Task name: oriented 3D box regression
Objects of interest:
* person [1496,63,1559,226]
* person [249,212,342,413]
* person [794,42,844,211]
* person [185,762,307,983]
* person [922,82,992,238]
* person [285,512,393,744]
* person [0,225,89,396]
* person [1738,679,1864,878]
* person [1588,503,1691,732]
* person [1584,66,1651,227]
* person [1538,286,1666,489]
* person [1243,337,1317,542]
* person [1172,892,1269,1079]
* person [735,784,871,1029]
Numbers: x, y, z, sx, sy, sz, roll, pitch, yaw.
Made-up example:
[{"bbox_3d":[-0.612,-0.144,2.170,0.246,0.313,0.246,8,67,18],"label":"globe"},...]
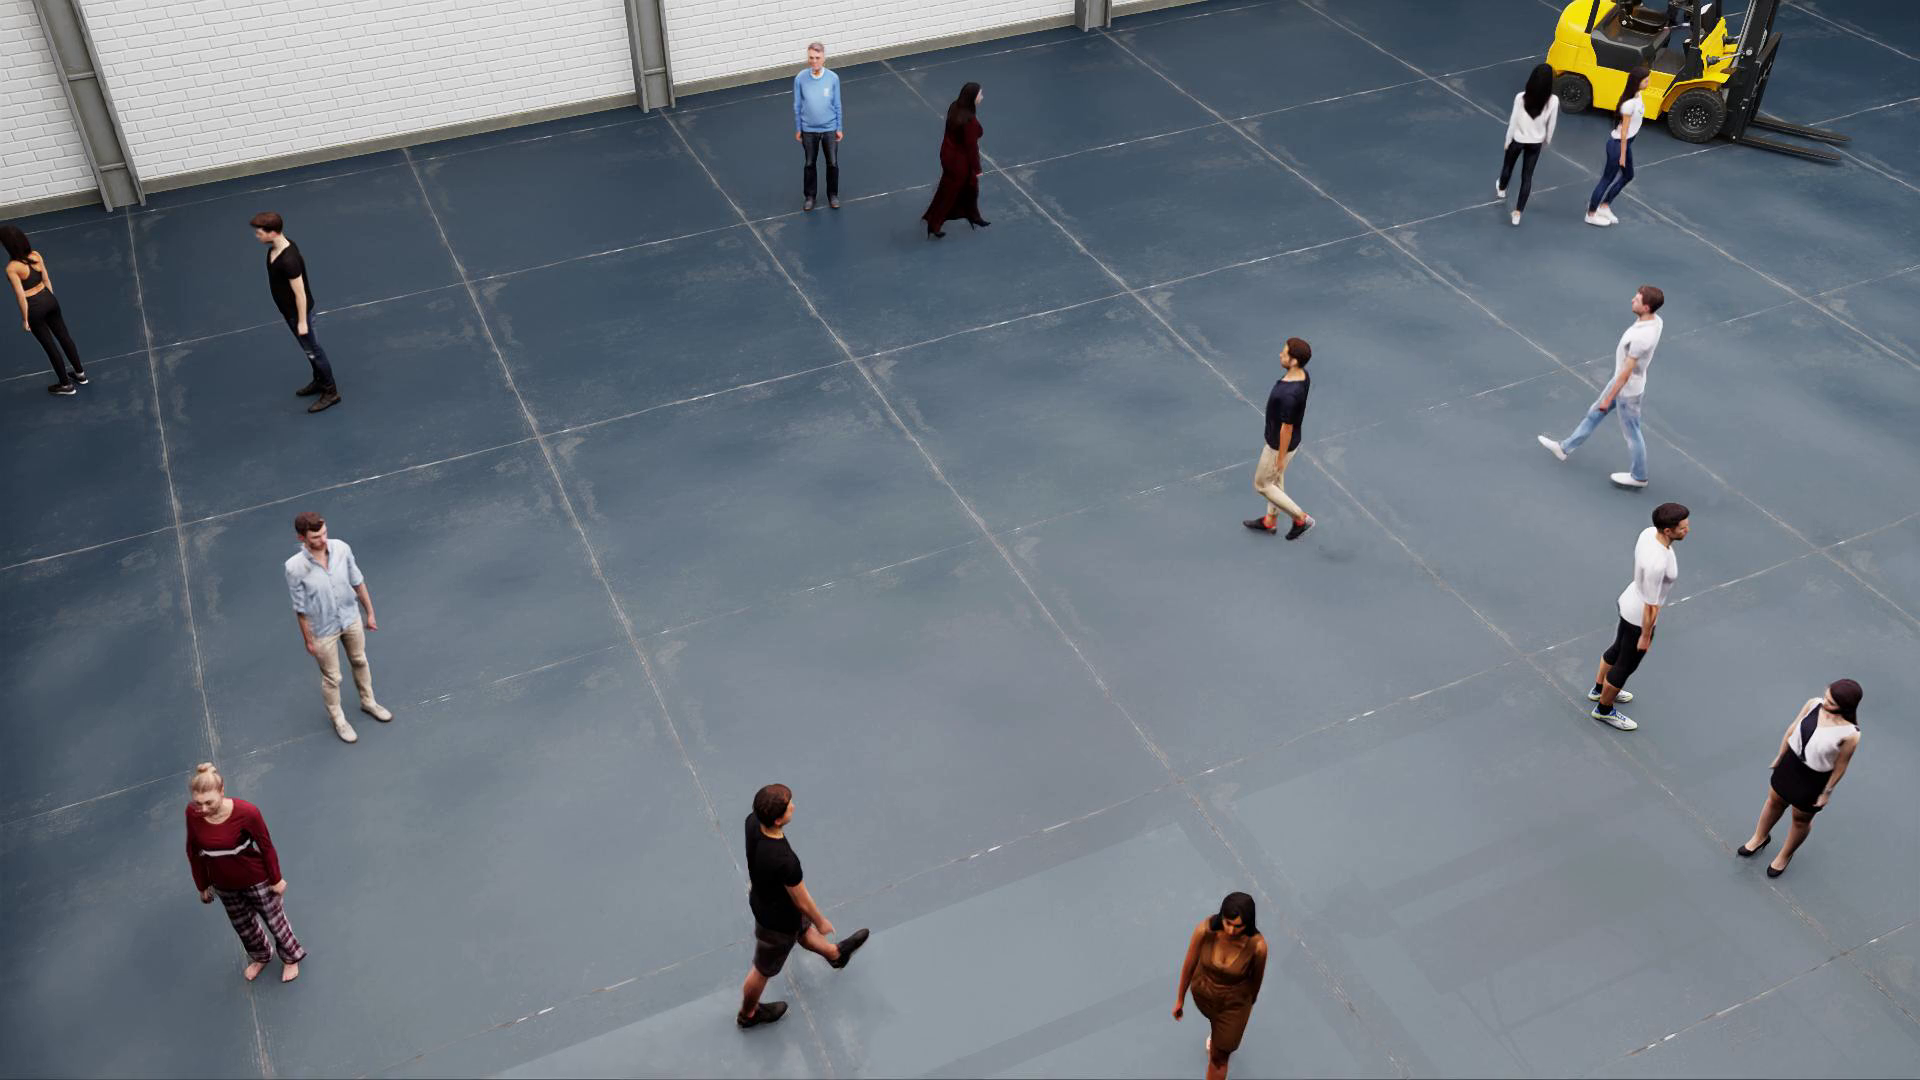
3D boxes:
[{"bbox_3d":[5.918,-4.102,17.347,1.066,1.666,1.061,7,39,8],"label":"person"},{"bbox_3d":[-5.794,-2.026,14.566,0.619,1.893,0.707,-22,44,-25],"label":"person"},{"bbox_3d":[-1.491,-4.391,17.586,0.639,1.820,0.790,-2,39,-3],"label":"person"},{"bbox_3d":[-4.218,1.953,9.737,0.595,1.701,0.753,1,39,2],"label":"person"},{"bbox_3d":[-0.106,-3.847,17.004,1.034,1.696,0.795,-14,41,-17],"label":"person"},{"bbox_3d":[-4.295,0.548,11.379,0.797,1.848,0.652,30,47,32],"label":"person"},{"bbox_3d":[-8.180,-2.056,14.804,0.671,1.644,0.617,12,40,14],"label":"person"},{"bbox_3d":[5.287,1.466,10.388,0.524,1.650,0.563,-19,42,-22],"label":"person"},{"bbox_3d":[4.678,0.488,11.452,0.780,1.851,0.754,8,39,10],"label":"person"},{"bbox_3d":[6.738,-4.078,17.240,0.794,1.763,0.713,19,42,22],"label":"person"},{"bbox_3d":[5.547,-1.192,13.605,1.199,1.789,1.221,18,42,21],"label":"person"},{"bbox_3d":[2.599,-0.748,13.008,0.956,1.842,0.903,15,41,17],"label":"person"},{"bbox_3d":[1.449,2.449,9.167,0.995,1.638,1.125,17,42,20],"label":"person"},{"bbox_3d":[-1.122,2.121,9.433,1.160,1.818,0.686,-18,42,-21],"label":"person"}]
